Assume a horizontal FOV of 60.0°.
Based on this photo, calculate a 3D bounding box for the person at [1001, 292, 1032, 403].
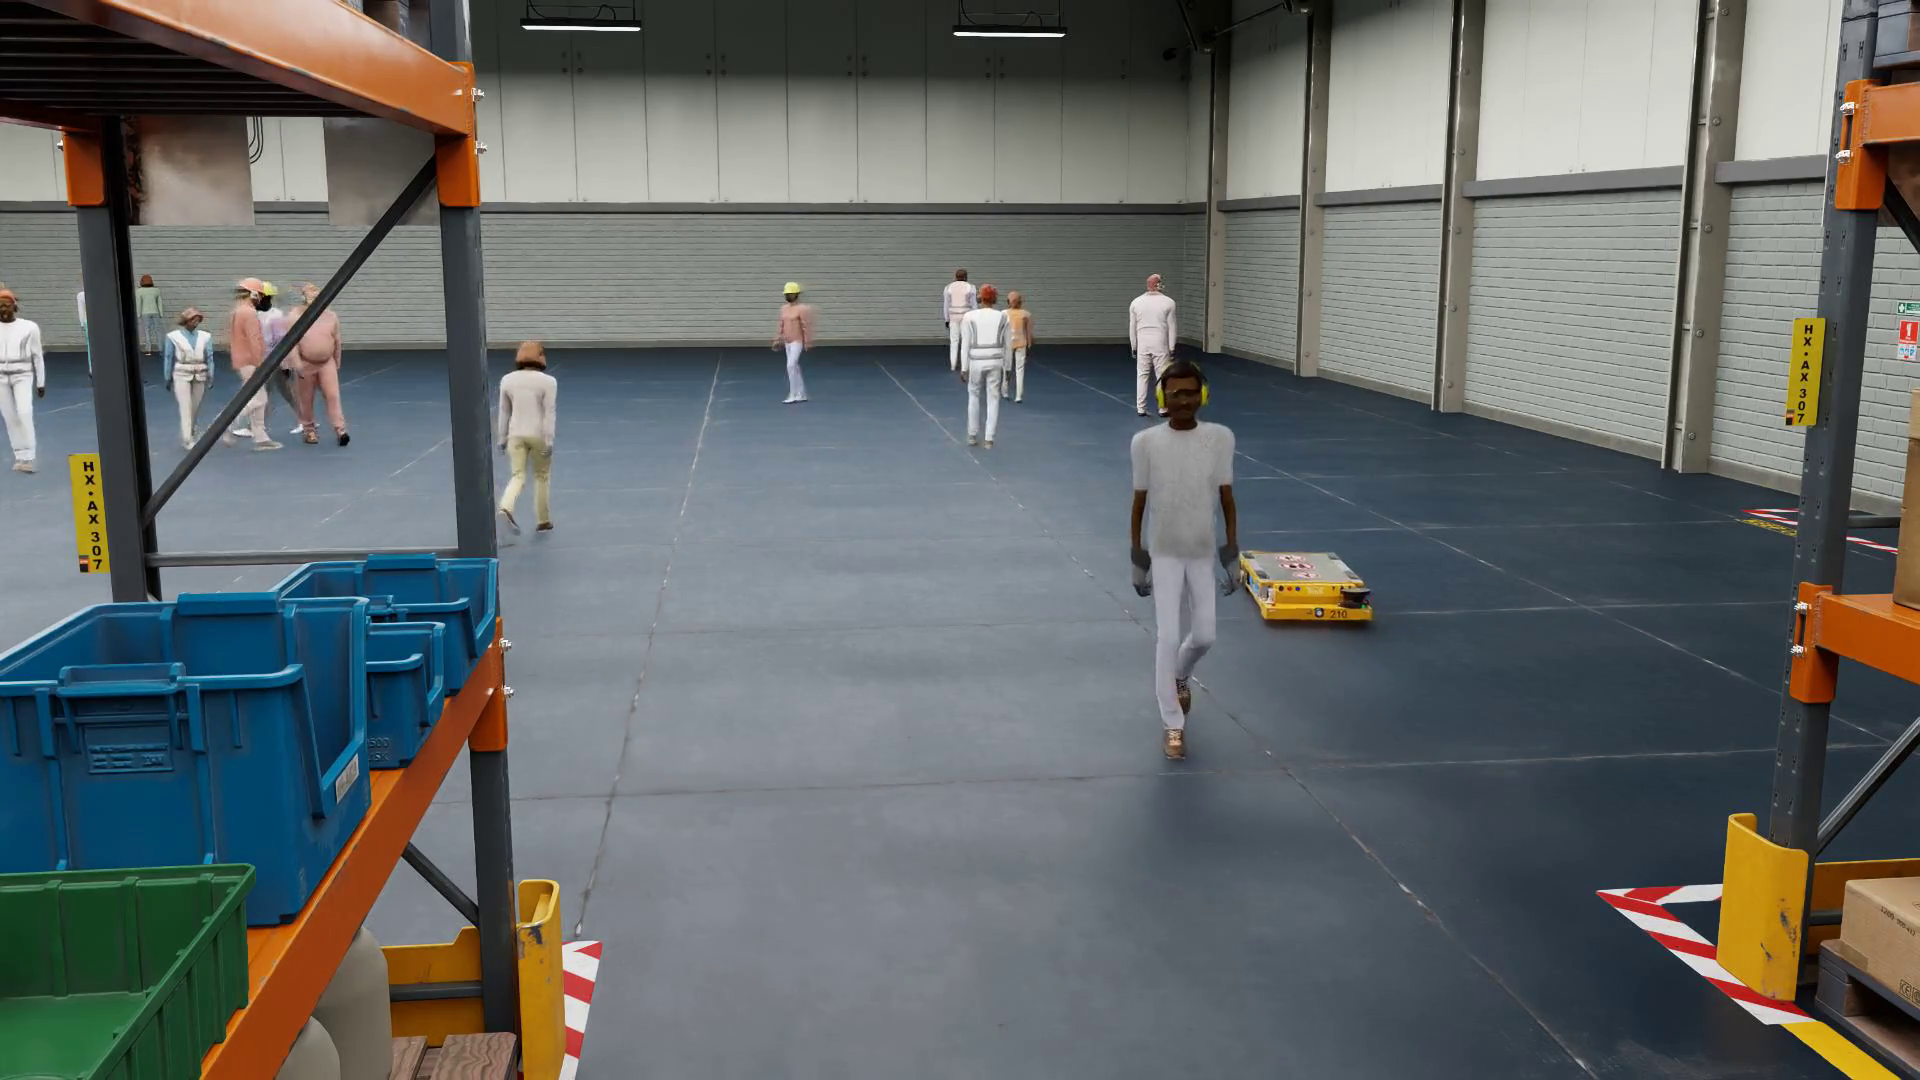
[{"bbox_3d":[0.790,-2.820,24.341,0.536,1.589,0.883,-1,10,-7],"label":"person"}]

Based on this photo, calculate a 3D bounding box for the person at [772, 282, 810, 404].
[{"bbox_3d":[-2.477,-2.841,24.069,0.671,1.745,0.532,-9,14,-42],"label":"person"}]

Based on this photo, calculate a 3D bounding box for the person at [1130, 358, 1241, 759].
[{"bbox_3d":[1.053,0.056,7.871,0.522,1.856,0.664,-1,10,-3],"label":"person"}]

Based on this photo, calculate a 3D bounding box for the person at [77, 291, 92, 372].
[{"bbox_3d":[-15.388,-3.865,29.616,0.522,1.768,0.311,-3,11,-17],"label":"person"}]

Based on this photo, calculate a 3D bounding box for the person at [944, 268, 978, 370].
[{"bbox_3d":[0.030,-3.984,30.065,0.634,1.839,0.429,3,11,15],"label":"person"}]

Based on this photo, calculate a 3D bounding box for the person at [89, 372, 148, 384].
[{"bbox_3d":[-13.671,-3.417,26.861,0.909,1.873,0.637,-10,14,-44],"label":"person"}]

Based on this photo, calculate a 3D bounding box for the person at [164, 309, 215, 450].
[{"bbox_3d":[-8.800,-1.842,18.985,0.737,1.599,0.511,9,14,40],"label":"person"}]

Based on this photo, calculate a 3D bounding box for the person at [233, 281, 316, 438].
[{"bbox_3d":[-8.327,-2.187,20.132,1.014,1.877,0.605,-8,13,-36],"label":"person"}]

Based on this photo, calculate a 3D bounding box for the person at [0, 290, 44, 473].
[{"bbox_3d":[-9.697,-1.600,16.968,0.579,1.854,0.801,-3,11,-16],"label":"person"}]

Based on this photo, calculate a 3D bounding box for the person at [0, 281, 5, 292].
[{"bbox_3d":[-18.075,-4.209,31.019,0.344,1.942,0.551,9,13,39],"label":"person"}]

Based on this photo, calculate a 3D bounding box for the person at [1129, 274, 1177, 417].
[{"bbox_3d":[2.592,-2.590,22.248,0.642,1.905,0.399,4,11,23],"label":"person"}]

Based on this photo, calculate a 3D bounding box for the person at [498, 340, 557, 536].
[{"bbox_3d":[-3.503,-0.803,13.335,0.510,1.594,0.735,1,10,8],"label":"person"}]

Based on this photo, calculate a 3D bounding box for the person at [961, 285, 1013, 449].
[{"bbox_3d":[0.290,-1.996,19.118,0.615,1.851,0.873,-1,10,-7],"label":"person"}]

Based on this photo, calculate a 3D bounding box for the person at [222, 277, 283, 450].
[{"bbox_3d":[-8.041,-1.963,18.675,0.673,1.951,0.690,-8,13,-37],"label":"person"}]

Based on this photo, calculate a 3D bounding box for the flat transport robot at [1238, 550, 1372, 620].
[{"bbox_3d":[2.247,0.280,10.990,0.652,0.197,1.431,0,10,2],"label":"flat transport robot"}]

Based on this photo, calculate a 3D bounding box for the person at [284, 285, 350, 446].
[{"bbox_3d":[-7.383,-1.993,19.128,0.647,1.838,1.014,-7,13,-35],"label":"person"}]

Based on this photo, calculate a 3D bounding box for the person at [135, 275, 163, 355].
[{"bbox_3d":[-16.557,-4.596,33.984,0.507,1.631,0.265,-9,14,-41],"label":"person"}]
